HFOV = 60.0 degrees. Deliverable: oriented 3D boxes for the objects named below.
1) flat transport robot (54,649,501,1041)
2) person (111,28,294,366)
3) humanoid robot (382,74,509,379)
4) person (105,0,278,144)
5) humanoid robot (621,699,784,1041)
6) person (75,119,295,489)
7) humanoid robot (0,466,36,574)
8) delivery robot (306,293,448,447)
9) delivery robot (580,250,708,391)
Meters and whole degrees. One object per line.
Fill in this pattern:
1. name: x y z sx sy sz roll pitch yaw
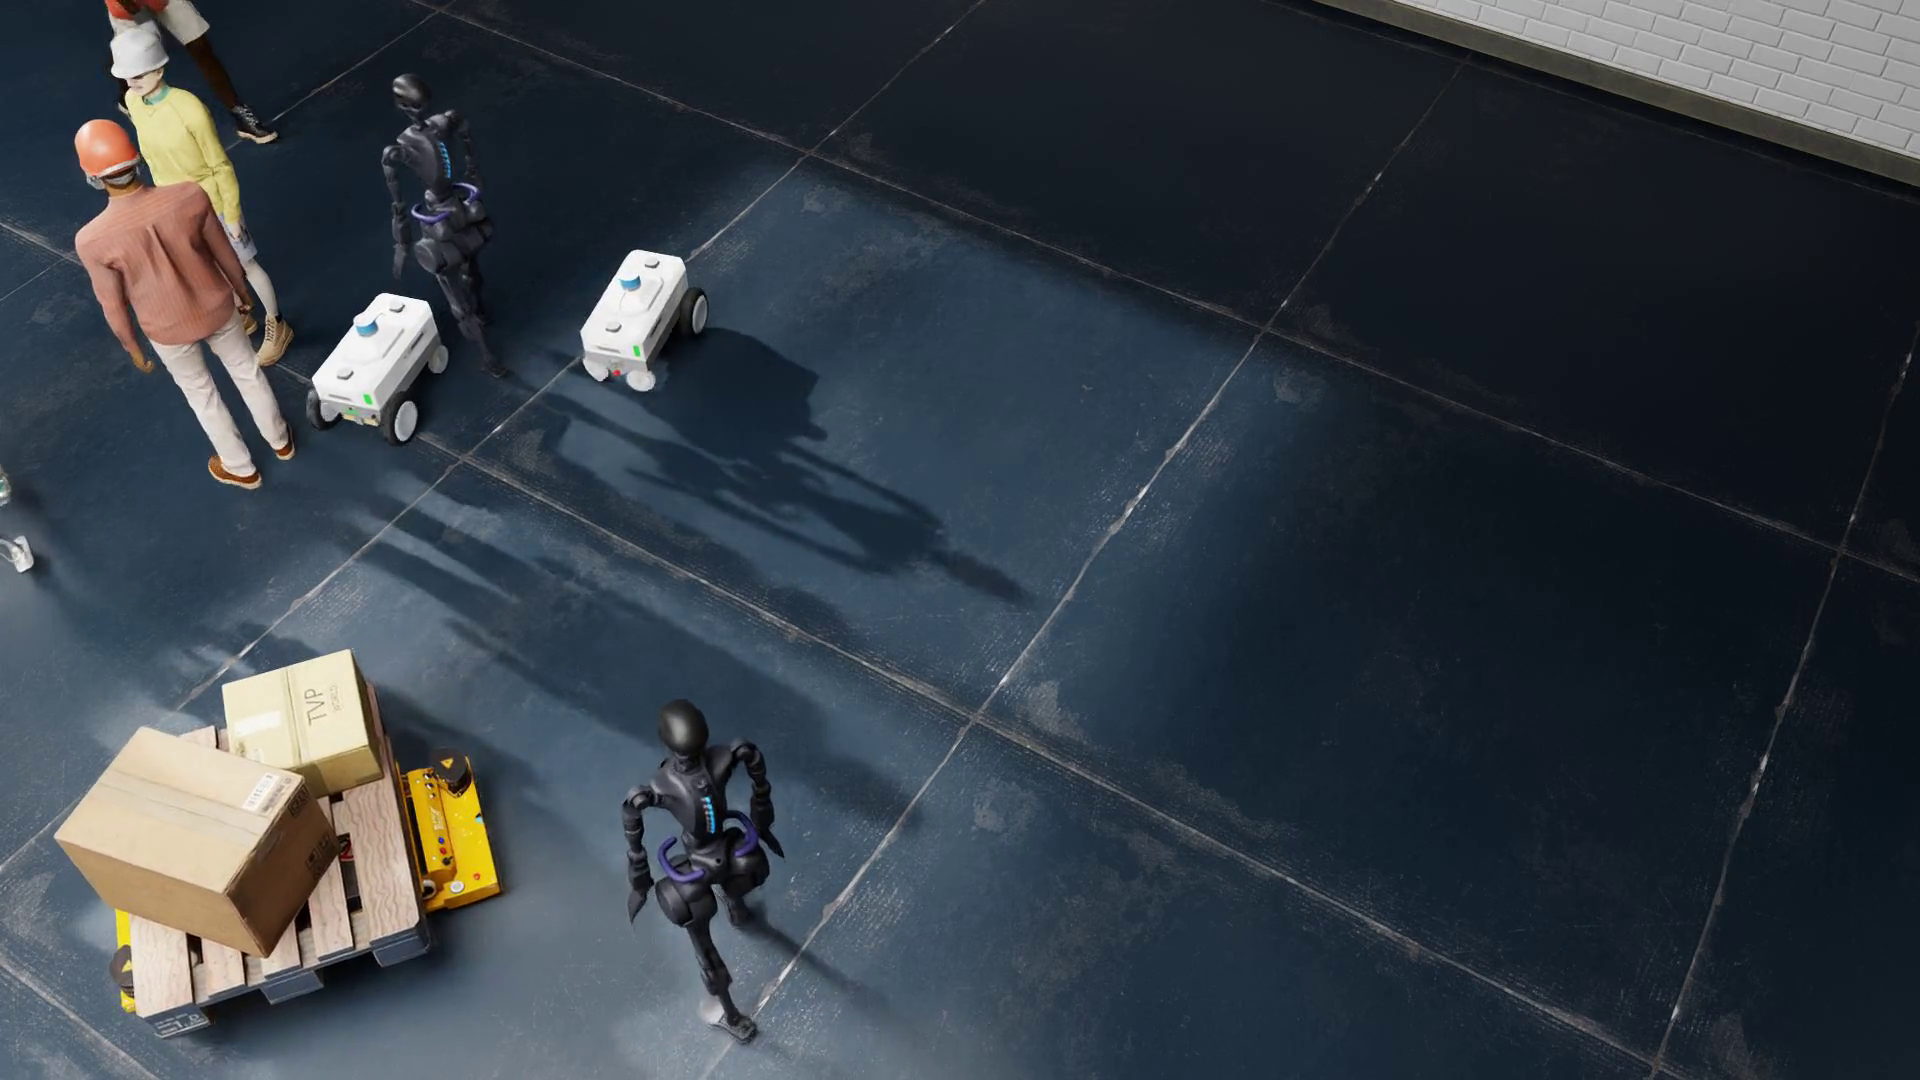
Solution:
1. flat transport robot: -2.626 1.334 6.649 1.431 0.231 0.659 -17 51 -14
2. person: -3.745 -1.682 8.209 0.479 1.894 0.382 16 51 13
3. humanoid robot: -2.585 -1.568 8.269 0.612 1.641 0.601 29 55 23
4. person: -4.678 -3.131 9.480 1.071 1.901 0.592 18 51 15
5. humanoid robot: -0.922 1.133 5.910 0.598 1.640 0.664 -26 54 -21
6. person: -3.544 -1.041 7.598 0.632 1.987 0.415 -30 55 -24
7. humanoid robot: -4.498 -0.539 7.317 0.548 1.729 1.033 -30 55 -24
8. delivery robot: -2.937 -0.881 8.389 0.499 0.585 0.765 12 50 11
9. delivery robot: -1.678 -1.174 8.664 0.525 0.614 0.785 11 50 10
